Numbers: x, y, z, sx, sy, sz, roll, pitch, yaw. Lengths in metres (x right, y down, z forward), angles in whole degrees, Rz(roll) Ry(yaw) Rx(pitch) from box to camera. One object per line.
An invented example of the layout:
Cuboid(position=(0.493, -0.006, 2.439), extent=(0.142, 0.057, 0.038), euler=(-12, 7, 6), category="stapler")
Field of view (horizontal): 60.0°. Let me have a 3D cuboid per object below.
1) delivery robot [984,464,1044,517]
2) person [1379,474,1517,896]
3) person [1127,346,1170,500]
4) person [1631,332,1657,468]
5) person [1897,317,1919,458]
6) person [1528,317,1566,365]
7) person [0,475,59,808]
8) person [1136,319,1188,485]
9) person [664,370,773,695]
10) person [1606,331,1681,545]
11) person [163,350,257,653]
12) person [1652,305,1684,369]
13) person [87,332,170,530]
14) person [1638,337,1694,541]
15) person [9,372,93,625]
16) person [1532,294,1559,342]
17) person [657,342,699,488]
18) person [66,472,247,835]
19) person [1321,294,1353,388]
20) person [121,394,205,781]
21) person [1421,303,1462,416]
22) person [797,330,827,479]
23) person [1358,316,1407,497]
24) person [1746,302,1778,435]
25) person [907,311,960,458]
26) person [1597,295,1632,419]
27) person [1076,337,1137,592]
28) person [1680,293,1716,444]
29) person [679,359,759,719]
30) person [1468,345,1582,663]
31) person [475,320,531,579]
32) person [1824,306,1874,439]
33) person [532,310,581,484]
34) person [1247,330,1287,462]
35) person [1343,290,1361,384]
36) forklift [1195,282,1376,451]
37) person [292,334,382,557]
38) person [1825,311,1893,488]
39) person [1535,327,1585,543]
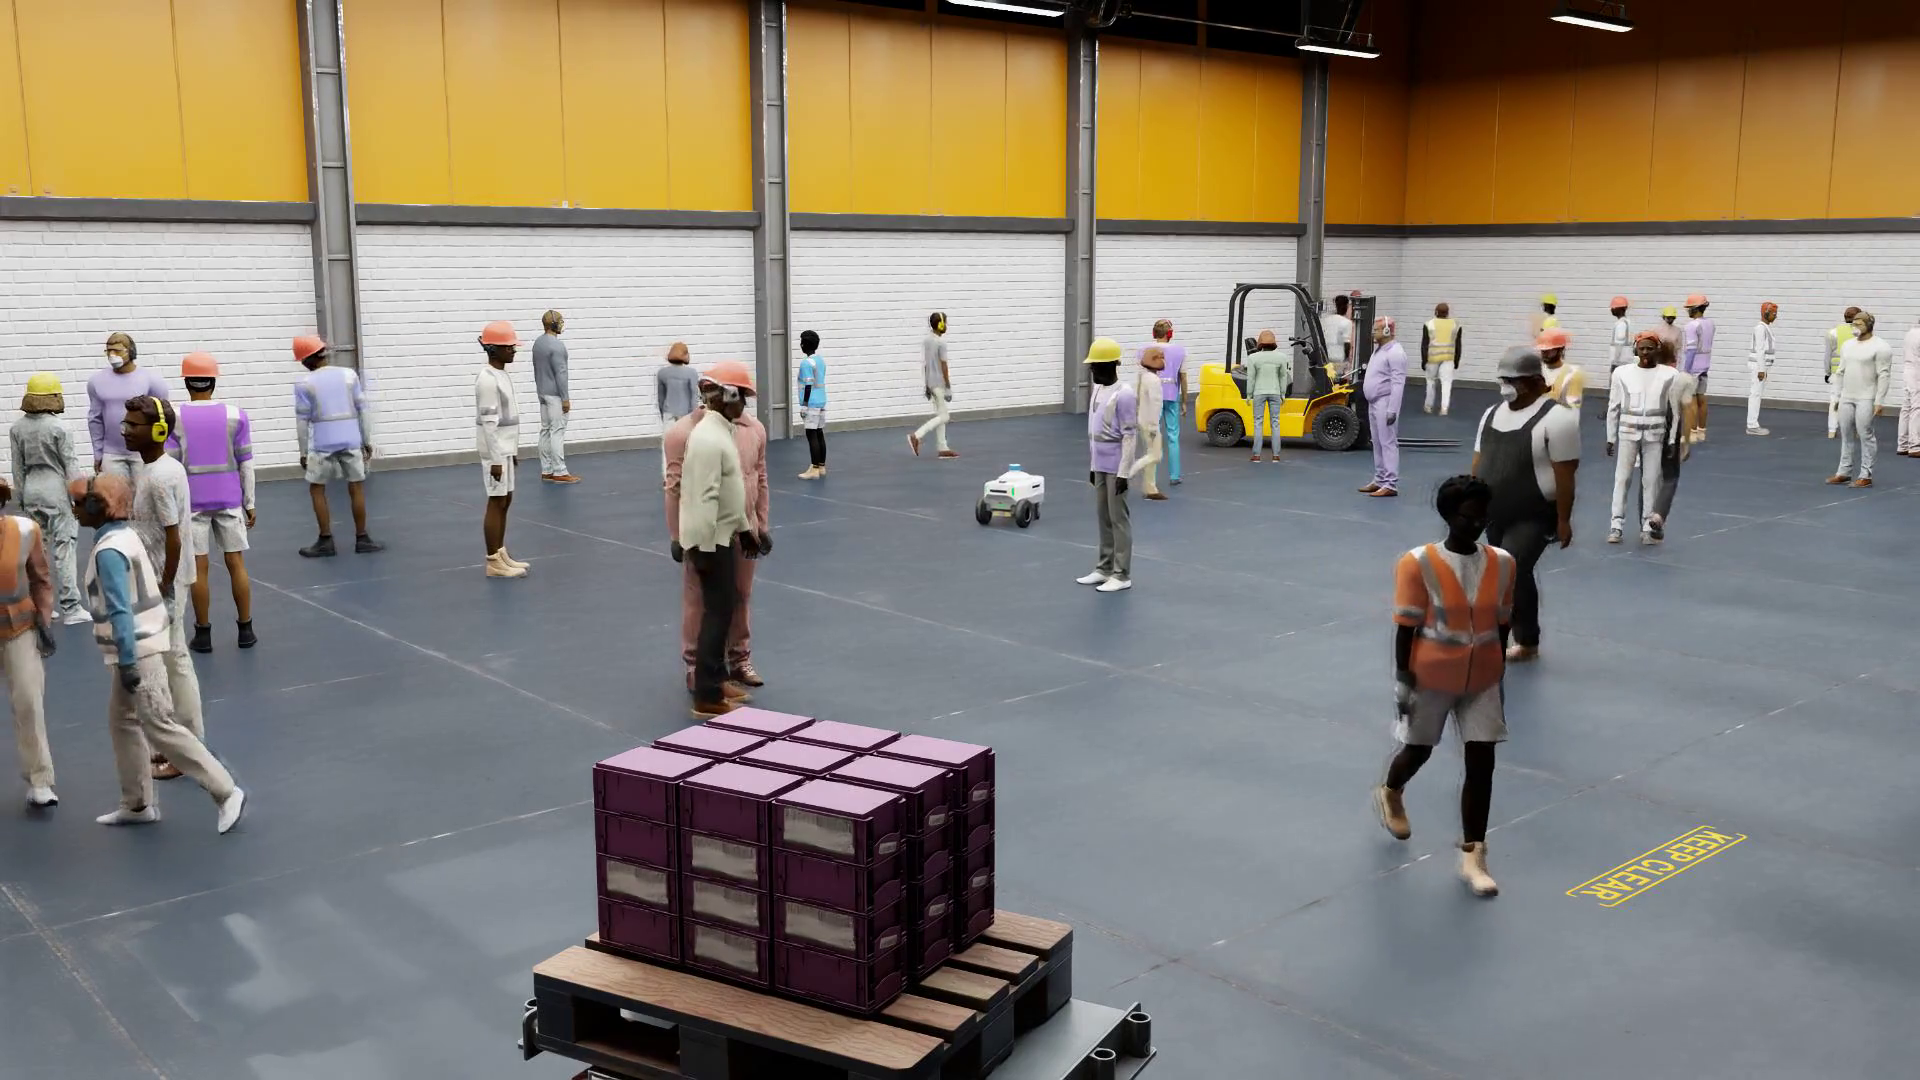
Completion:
Cuboid(position=(0.521, -0.476, 15.799), extent=(0.477, 0.478, 0.707), euler=(5, 11, 28), category="delivery robot")
Cuboid(position=(1.995, 0.539, 6.829), extent=(0.533, 1.671, 0.778), euler=(-1, 10, -7), category="person")
Cuboid(position=(1.909, -1.193, 17.175), extent=(0.519, 1.620, 0.506), euler=(-1, 10, -5), category="person")
Cuboid(position=(8.205, -1.674, 19.957), extent=(0.521, 1.630, 0.327), euler=(-7, 12, -36), category="person")
Cuboid(position=(12.129, -1.985, 20.979), extent=(0.400, 1.902, 0.643), euler=(1, 10, 8), category="person")
Cuboid(position=(7.651, -2.024, 21.672), extent=(0.525, 1.737, 0.786), euler=(0, 10, 0), category="person")
Cuboid(position=(-4.428, 0.456, 7.628), extent=(0.525, 1.564, 0.915), euler=(-8, 13, -40), category="person")
Cuboid(position=(2.228, -1.513, 18.386), extent=(0.564, 1.839, 0.396), euler=(1, 10, 7), category="person")
Cuboid(position=(-1.386, -0.061, 9.693), extent=(0.652, 1.906, 0.402), euler=(-6, 11, -31), category="person")
Cuboid(position=(5.999, -0.895, 14.644), extent=(0.584, 1.879, 0.337), euler=(3, 10, 20), category="person")
Cuboid(position=(-4.825, -0.247, 10.687), extent=(0.550, 1.935, 0.375), euler=(-6, 11, -30), category="person")
Cuboid(position=(11.312, -2.871, 26.609), extent=(0.525, 1.754, 0.365), euler=(-1, 10, -3), category="person")
Cuboid(position=(-6.583, -0.679, 13.213), extent=(0.629, 1.940, 0.379), euler=(0, 10, -1), category="person")
Cuboid(position=(6.171, -0.872, 14.691), extent=(0.528, 1.819, 0.502), euler=(6, 11, 30), category="person")
Cuboid(position=(-6.270, -0.286, 11.480), extent=(0.490, 1.743, 0.324), euler=(2, 10, 11), category="person")
Cuboid(position=(10.130, -3.302, 28.744), extent=(0.983, 1.872, 0.605), euler=(-2, 10, -11), category="person")
Cuboid(position=(-3.094, -1.383, 18.342), extent=(0.518, 1.580, 0.850), euler=(2, 10, 13), category="person")
Cuboid(position=(-3.526, 0.493, 7.335), extent=(0.620, 1.610, 0.545), euler=(-4, 11, -23), category="person")
Cuboid(position=(5.859, -2.875, 26.056), extent=(0.751, 1.949, 0.622), euler=(-7, 12, -37), category="person")
Cuboid(position=(-3.887, 0.227, 8.093), extent=(0.316, 1.875, 0.531), euler=(-4, 11, -24), category="person")
Cuboid(position=(7.682, -2.885, 26.579), extent=(0.647, 1.790, 0.978), euler=(1, 10, 5), category="person")
Cuboid(position=(-1.691, -1.539, 18.950), extent=(0.316, 1.697, 0.542), euler=(2, 10, 14), category="person")
Cuboid(position=(4.458, -1.410, 17.591), extent=(0.403, 1.906, 0.652), euler=(-1, 10, -5), category="person")
Cuboid(position=(11.418, -2.442, 23.687), extent=(0.354, 1.887, 0.573), euler=(5, 11, 27), category="person")
Cuboid(position=(-0.319, -1.921, 20.731), extent=(0.703, 1.850, 0.533), euler=(-5, 11, -25), category="person")
Cuboid(position=(10.228, -2.827, 25.809), extent=(0.437, 1.932, 0.576), euler=(5, 11, 29), category="person")
Cuboid(position=(1.127, -0.568, 12.609), extent=(0.383, 1.924, 0.589), euler=(-3, 10, -19), category="person")
Cuboid(position=(9.934, -2.322, 22.534), extent=(0.615, 2.038, 0.395), euler=(-8, 13, -39), category="person")
Cuboid(position=(-1.329, -0.007, 9.180), extent=(0.443, 1.970, 0.648), euler=(-1, 10, -7), category="person")
Cuboid(position=(3.301, -0.204, 10.133), extent=(0.984, 2.000, 0.703), euler=(-5, 11, -25), category="person")
Cuboid(position=(-3.601, -0.704, 13.100), extent=(0.395, 2.038, 0.607), euler=(-1, 10, -4), category="person")
Cuboid(position=(12.336, -2.314, 23.088), extent=(0.619, 1.839, 0.430), euler=(8, 12, 38), category="person")
Cuboid(position=(-4.535, -1.596, 18.582), extent=(0.372, 1.940, 0.627), euler=(-8, 13, -39), category="person")
Cuboid(position=(3.771, -1.766, 20.475), extent=(0.497, 1.632, 0.289), euler=(0, 10, 0), category="person")
Cuboid(position=(7.332, -3.688, 30.923), extent=(0.643, 1.910, 0.400), euler=(4, 10, 20), category="person")
Cuboid(position=(4.328, -2.346, 22.227), extent=(2.313, 2.155, 1.214), euler=(3, 10, 16), category="forklift")
Cuboid(position=(-5.300, -0.803, 14.127), extent=(0.704, 1.886, 0.381), euler=(-6, 12, -33), category="person")
Cuboid(position=(9.868, -1.538, 18.244), extent=(0.352, 1.937, 0.635), euler=(-3, 10, -19), category="person")
Cuboid(position=(5.233, -0.920, 14.708), extent=(0.443, 1.918, 0.551), euler=(-9, 13, -41), category="person")
